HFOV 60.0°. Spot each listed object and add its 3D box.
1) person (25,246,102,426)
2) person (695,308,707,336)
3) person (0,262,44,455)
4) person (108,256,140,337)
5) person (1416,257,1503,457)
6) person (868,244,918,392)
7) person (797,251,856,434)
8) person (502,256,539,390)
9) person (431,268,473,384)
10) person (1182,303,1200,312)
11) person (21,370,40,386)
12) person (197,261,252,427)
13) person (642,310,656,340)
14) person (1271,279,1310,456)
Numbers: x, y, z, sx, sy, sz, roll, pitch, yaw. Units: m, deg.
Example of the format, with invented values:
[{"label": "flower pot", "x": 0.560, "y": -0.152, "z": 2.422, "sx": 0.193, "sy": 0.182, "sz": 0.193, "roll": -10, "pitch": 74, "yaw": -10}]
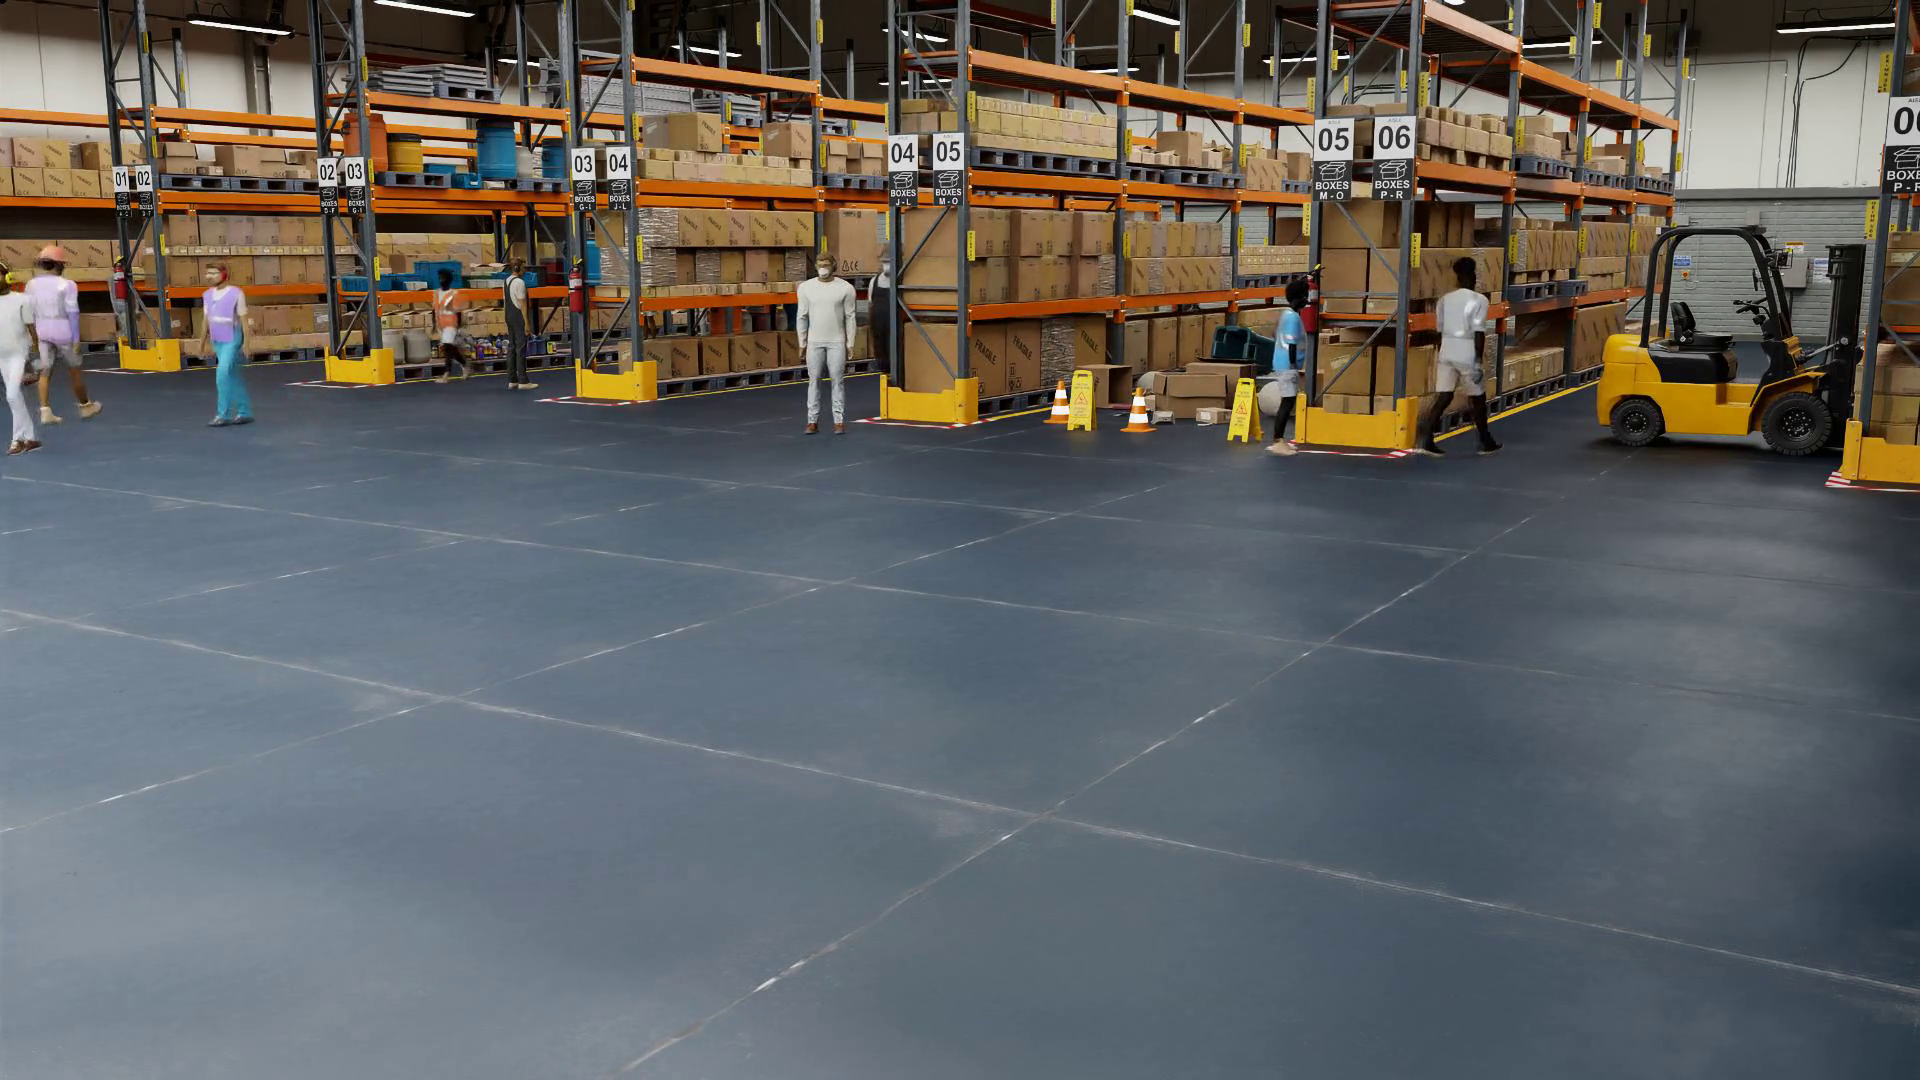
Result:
[{"label": "person", "x": -10.144, "y": -2.307, "z": 18.749, "sx": 0.630, "sy": 1.984, "sz": 1.031, "roll": 0, "pitch": 10, "yaw": 3}, {"label": "person", "x": -5.329, "y": -5.025, "z": 34.153, "sx": 0.593, "sy": 1.925, "sz": 0.384, "roll": 7, "pitch": 12, "yaw": 35}, {"label": "person", "x": -9.171, "y": -1.737, "z": 15.956, "sx": 0.535, "sy": 1.841, "sz": 0.706, "roll": 1, "pitch": 10, "yaw": 7}, {"label": "person", "x": -14.163, "y": -3.930, "z": 28.283, "sx": 0.601, "sy": 1.830, "sz": 0.404, "roll": 6, "pitch": 12, "yaw": 30}, {"label": "person", "x": 4.761, "y": -1.726, "z": 15.774, "sx": 1.010, "sy": 1.902, "sz": 0.646, "roll": -6, "pitch": 12, "yaw": -31}, {"label": "person", "x": -0.800, "y": -2.611, "z": 20.312, "sx": 0.694, "sy": 2.000, "sz": 0.765, "roll": 5, "pitch": 11, "yaw": 26}, {"label": "person", "x": -1.412, "y": -2.085, "z": 17.653, "sx": 0.629, "sy": 1.939, "sz": 0.371, "roll": 0, "pitch": 10, "yaw": 1}, {"label": "person", "x": -6.136, "y": -3.007, "z": 23.100, "sx": 0.344, "sy": 1.839, "sz": 0.505, "roll": -10, "pitch": 14, "yaw": -44}, {"label": "person", "x": -7.375, "y": -3.112, "z": 24.137, "sx": 0.537, "sy": 1.674, "sz": 0.718, "roll": 7, "pitch": 12, "yaw": 34}, {"label": "person", "x": 5.391, "y": -5.869, "z": 38.762, "sx": 0.617, "sy": 1.978, "sz": 0.621, "roll": 10, "pitch": 14, "yaw": 43}, {"label": "person", "x": -13.470, "y": -3.055, "z": 23.291, "sx": 0.963, "sy": 1.856, "sz": 0.678, "roll": -6, "pitch": 12, "yaw": -31}, {"label": "person", "x": -8.197, "y": -2.153, "z": 18.357, "sx": 0.581, "sy": 1.812, "sz": 0.781, "roll": 5, "pitch": 12, "yaw": 28}, {"label": "person", "x": -6.020, "y": -4.609, "z": 31.806, "sx": 0.547, "sy": 1.934, "sz": 0.376, "roll": 10, "pitch": 14, "yaw": 44}, {"label": "person", "x": 3.147, "y": -1.641, "z": 15.900, "sx": 0.326, "sy": 1.685, "sz": 0.543, "roll": 2, "pitch": 10, "yaw": 11}]
